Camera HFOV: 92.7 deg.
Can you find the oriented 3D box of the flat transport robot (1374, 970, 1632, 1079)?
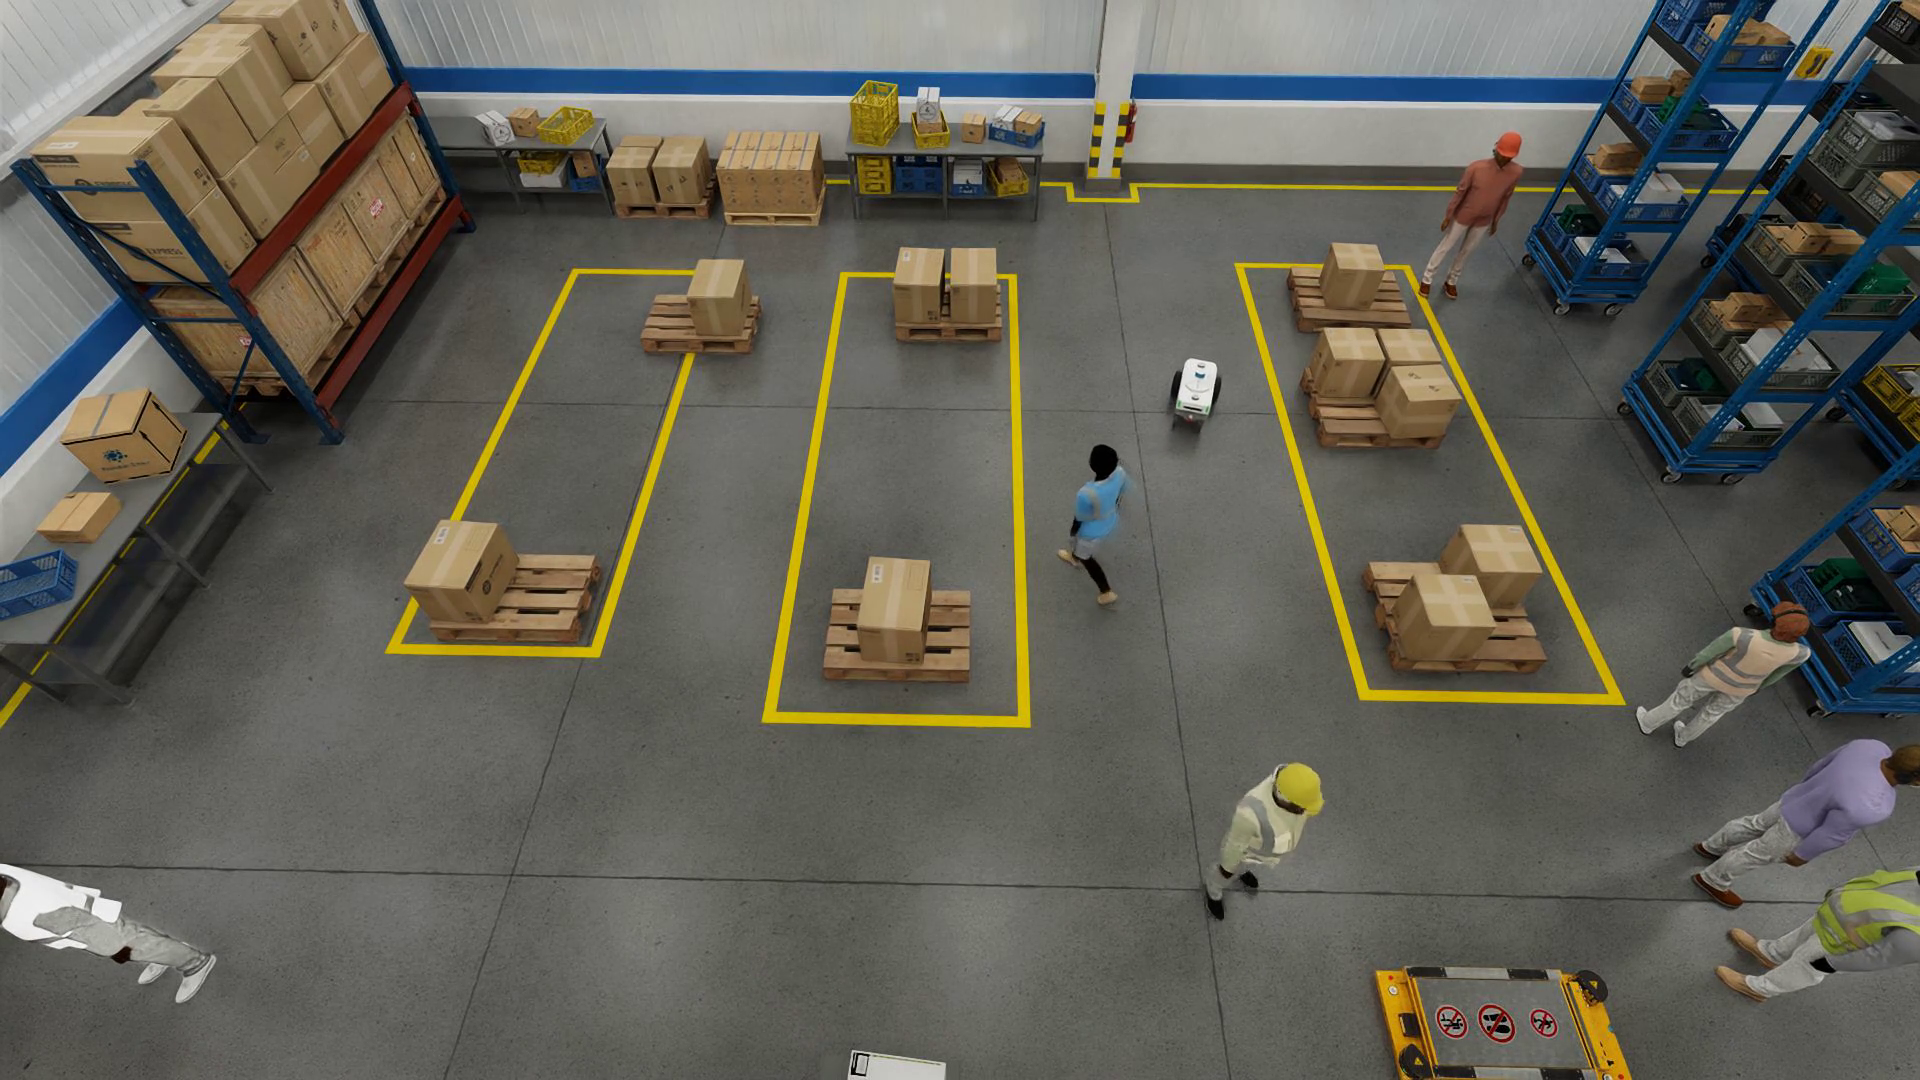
[{"bbox_3d":[3.501,3.133,5.914,1.431,0.197,0.652,1,51,1],"label":"flat transport robot"}]

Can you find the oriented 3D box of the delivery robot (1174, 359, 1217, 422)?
[{"bbox_3d":[2.453,-1.566,9.505,0.477,0.478,0.707,13,52,10],"label":"delivery robot"}]

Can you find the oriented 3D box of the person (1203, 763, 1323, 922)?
[{"bbox_3d":[1.927,1.923,5.912,0.625,1.821,0.404,-29,56,-21],"label":"person"}]

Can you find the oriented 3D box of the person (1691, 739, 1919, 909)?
[{"bbox_3d":[5.481,1.809,5.926,0.355,1.936,0.637,27,56,20],"label":"person"}]

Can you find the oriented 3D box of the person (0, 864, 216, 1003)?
[{"bbox_3d":[-5.275,2.324,5.519,0.598,1.916,0.375,18,53,14],"label":"person"}]

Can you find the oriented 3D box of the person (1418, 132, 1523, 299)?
[{"bbox_3d":[5.780,-3.624,10.318,0.621,1.992,0.395,5,51,4],"label":"person"}]

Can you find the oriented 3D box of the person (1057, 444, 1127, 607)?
[{"bbox_3d":[1.156,-0.137,7.683,0.778,1.674,0.542,38,60,26],"label":"person"}]

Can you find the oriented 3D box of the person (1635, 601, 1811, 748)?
[{"bbox_3d":[5.639,1.023,6.763,0.514,1.634,0.313,20,53,15],"label":"person"}]

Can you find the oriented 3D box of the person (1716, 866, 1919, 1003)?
[{"bbox_3d":[5.370,2.354,5.543,0.429,1.843,0.633,37,60,26],"label":"person"}]
